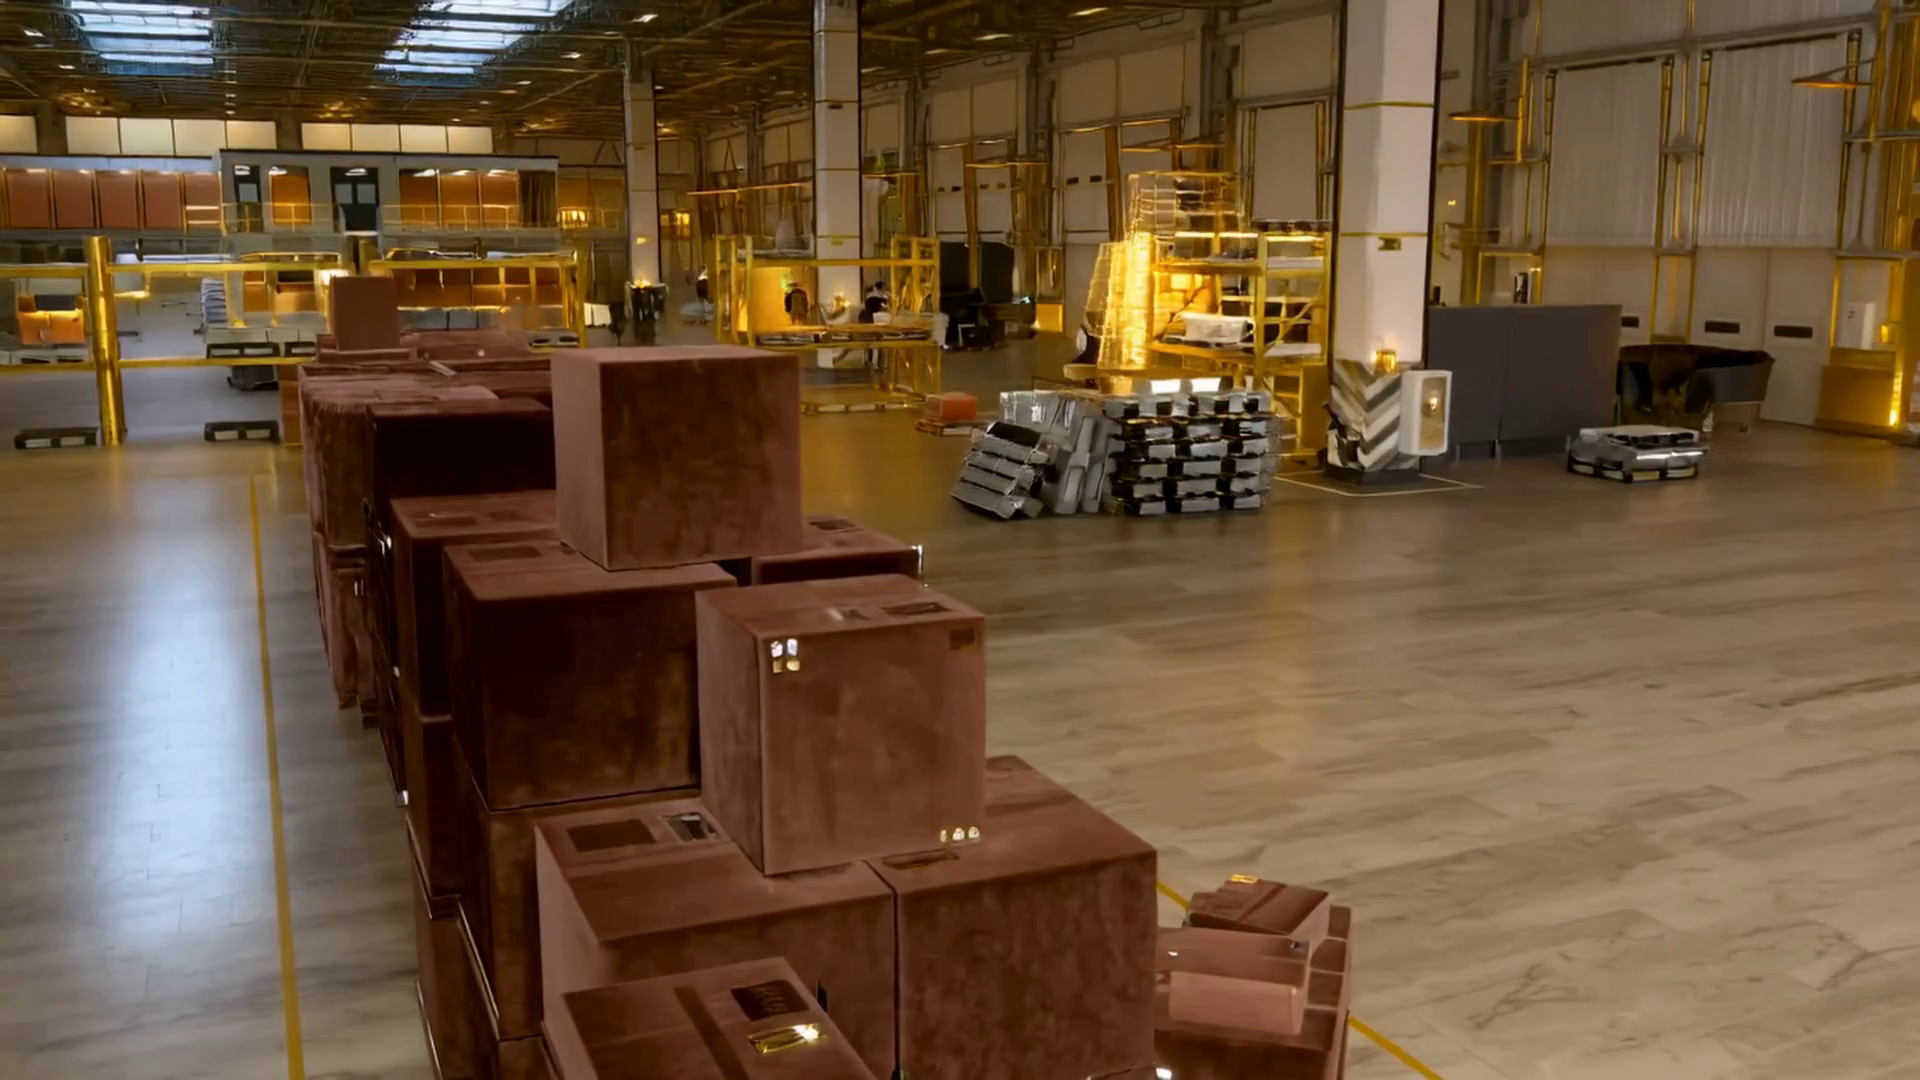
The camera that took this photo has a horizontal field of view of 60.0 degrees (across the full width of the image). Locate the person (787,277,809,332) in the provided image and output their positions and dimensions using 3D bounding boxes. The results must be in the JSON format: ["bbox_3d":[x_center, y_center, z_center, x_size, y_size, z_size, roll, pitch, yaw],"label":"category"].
[{"bbox_3d":[-4.543,-6.411,46.685,0.613,1.910,0.519,1,10,4],"label":"person"}]

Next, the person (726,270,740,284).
[{"bbox_3d":[-10.441,-11.825,76.596,0.624,1.897,1.039,-3,11,-14],"label":"person"}]

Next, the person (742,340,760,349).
[{"bbox_3d":[-2.189,-1.125,17.482,0.637,1.938,0.355,-4,11,-23],"label":"person"}]

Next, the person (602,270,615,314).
[{"bbox_3d":[-14.152,-9.935,66.648,0.922,1.724,0.530,7,12,33],"label":"person"}]

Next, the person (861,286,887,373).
[{"bbox_3d":[-1.869,-4.684,37.102,0.686,1.949,0.584,4,11,23],"label":"person"}]

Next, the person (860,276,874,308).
[{"bbox_3d":[-3.003,-7.498,52.979,0.620,1.816,0.890,4,11,23],"label":"person"}]

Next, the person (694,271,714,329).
[{"bbox_3d":[-8.497,-7.951,55.115,0.725,1.931,0.688,-2,10,-11],"label":"person"}]

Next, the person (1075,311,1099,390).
[{"bbox_3d":[2.062,-2.955,27.980,0.927,1.808,0.527,7,13,35],"label":"person"}]

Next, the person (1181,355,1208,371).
[{"bbox_3d":[3.696,-2.590,26.097,0.494,1.741,0.315,-4,11,-23],"label":"person"}]

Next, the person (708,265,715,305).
[{"bbox_3d":[-11.035,-11.097,72.755,0.661,1.820,0.636,6,12,28],"label":"person"}]

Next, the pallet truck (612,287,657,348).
[{"bbox_3d":[-6.464,-4.406,35.401,0.823,1.965,1.885,6,12,32],"label":"pallet truck"}]

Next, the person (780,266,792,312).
[{"bbox_3d":[-7.044,-10.285,68.086,0.561,1.902,0.814,9,13,39],"label":"person"}]

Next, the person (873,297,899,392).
[{"bbox_3d":[-1.452,-3.830,32.595,0.537,1.865,0.312,-4,11,-23],"label":"person"}]

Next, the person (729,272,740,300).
[{"bbox_3d":[-9.238,-10.240,68.384,0.541,1.696,0.316,-4,11,-23],"label":"person"}]
